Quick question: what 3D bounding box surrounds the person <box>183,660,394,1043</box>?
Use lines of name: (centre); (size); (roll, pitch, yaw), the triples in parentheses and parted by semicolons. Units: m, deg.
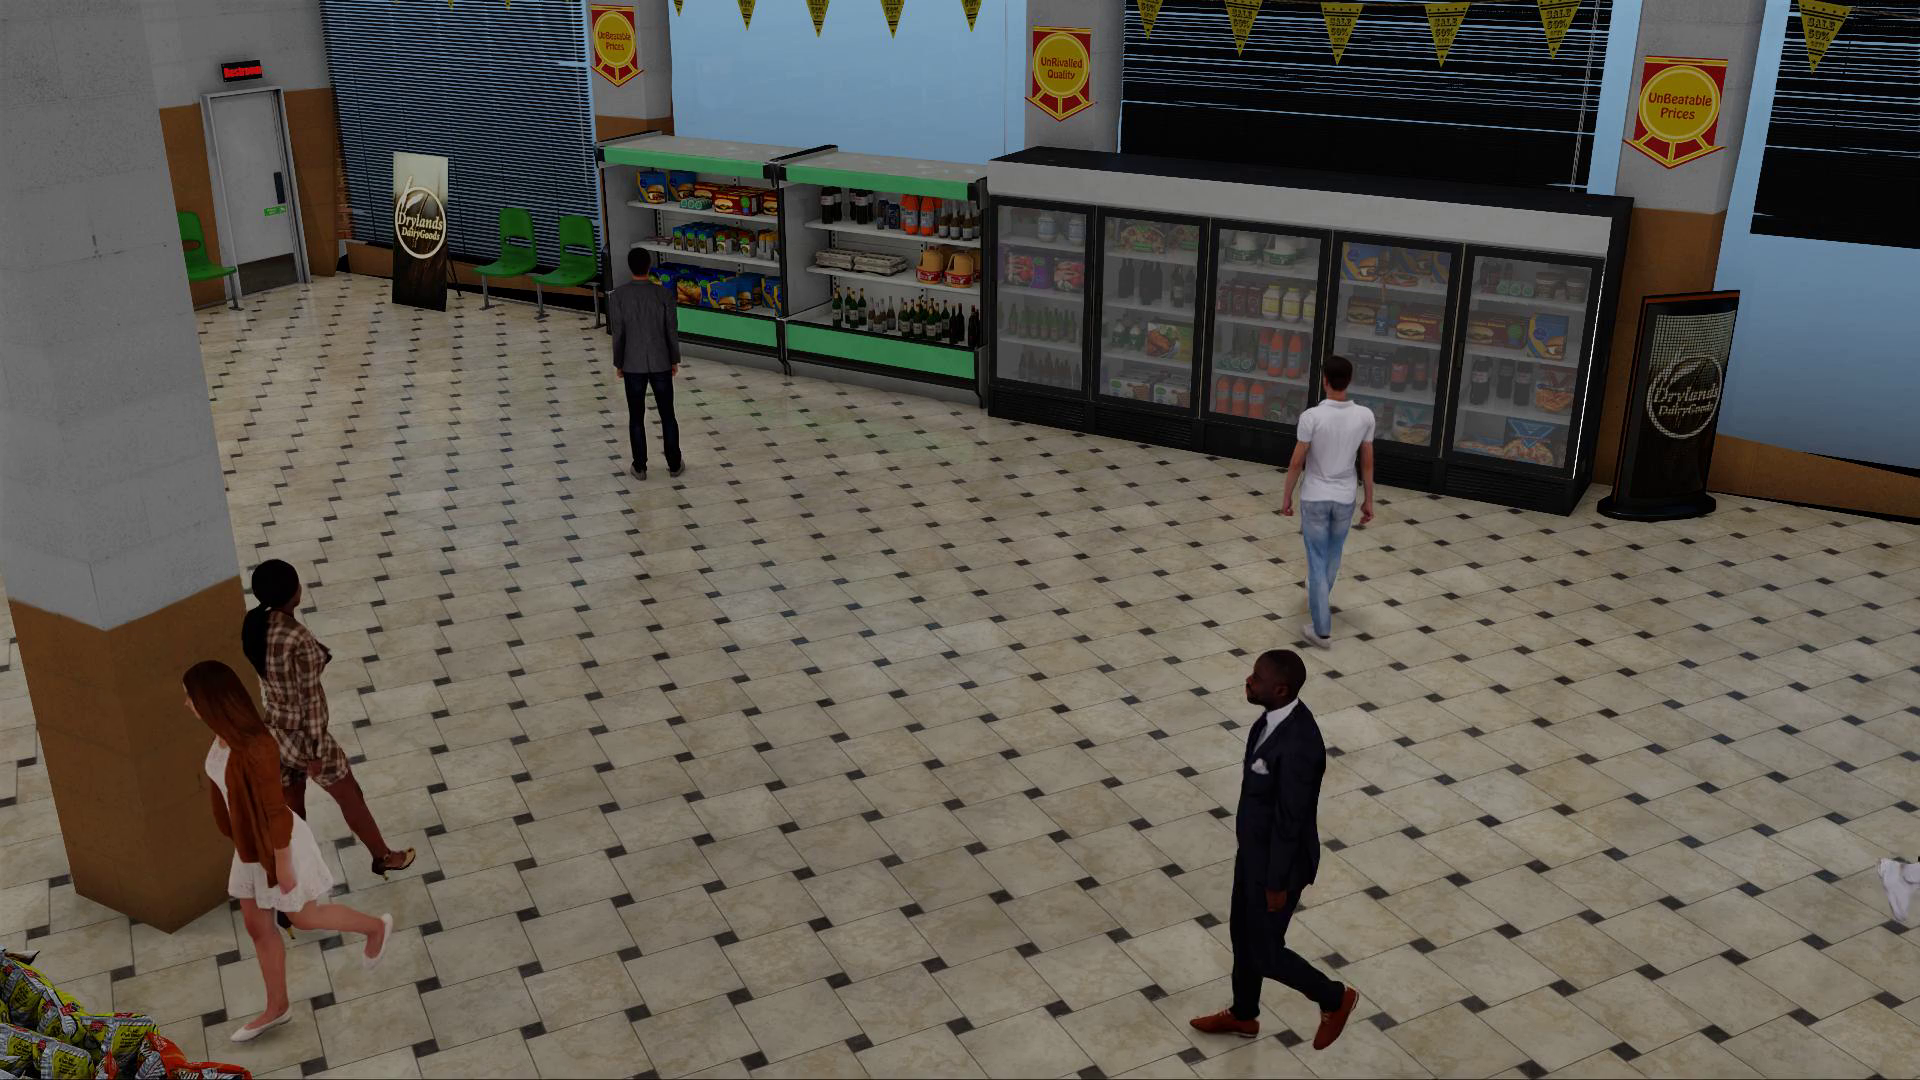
person: (-2.795, 1.249, 6.954); (1.014, 1.676, 0.843); (18, 28, 38)

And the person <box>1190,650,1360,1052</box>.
person: (1.337, 1.283, 6.693); (1.045, 1.809, 0.937); (0, 22, 1)

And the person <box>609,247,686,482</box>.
person: (-2.503, -1.406, 13.301); (0.757, 1.871, 0.828); (-5, 22, -12)

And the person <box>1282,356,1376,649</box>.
person: (2.328, -0.206, 10.378); (1.105, 1.825, 1.134); (-4, 22, -10)

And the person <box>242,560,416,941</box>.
person: (-3.057, 0.993, 7.498); (0.923, 1.746, 0.684); (15, 26, 32)
